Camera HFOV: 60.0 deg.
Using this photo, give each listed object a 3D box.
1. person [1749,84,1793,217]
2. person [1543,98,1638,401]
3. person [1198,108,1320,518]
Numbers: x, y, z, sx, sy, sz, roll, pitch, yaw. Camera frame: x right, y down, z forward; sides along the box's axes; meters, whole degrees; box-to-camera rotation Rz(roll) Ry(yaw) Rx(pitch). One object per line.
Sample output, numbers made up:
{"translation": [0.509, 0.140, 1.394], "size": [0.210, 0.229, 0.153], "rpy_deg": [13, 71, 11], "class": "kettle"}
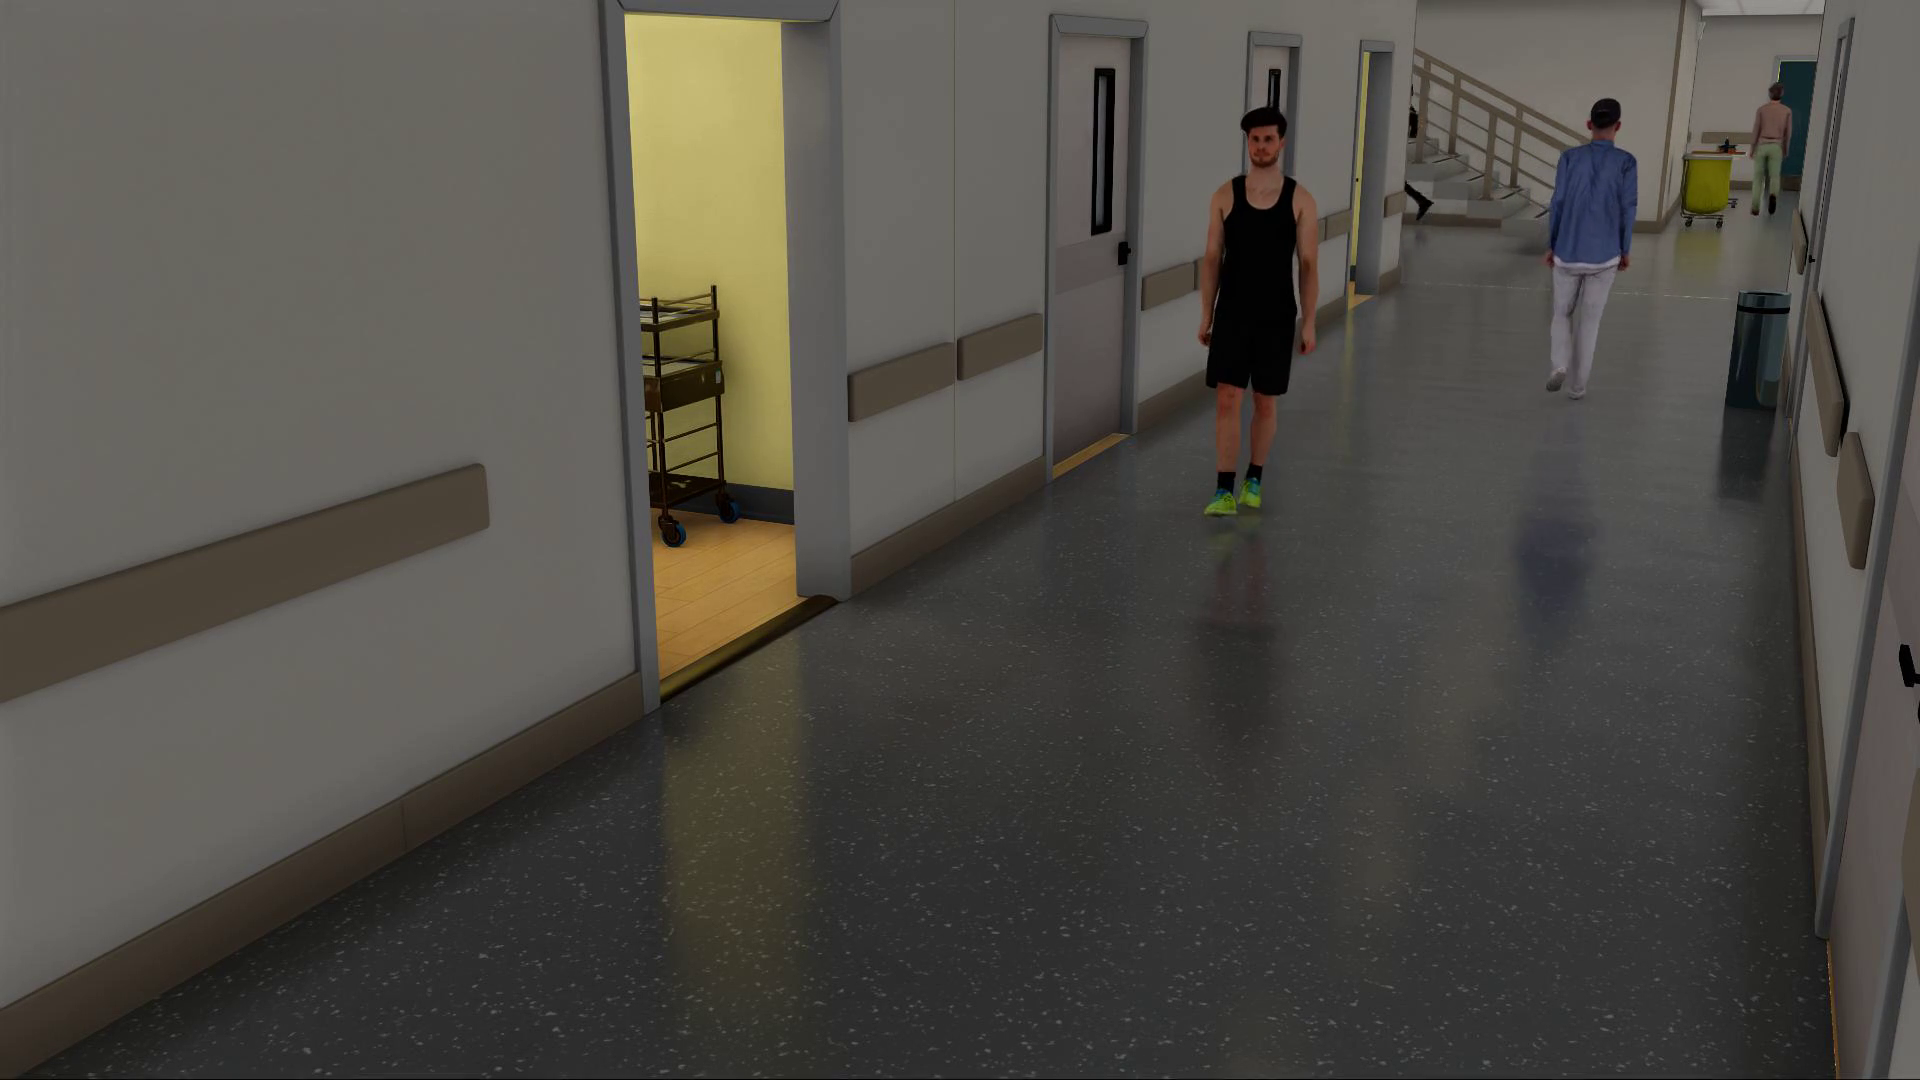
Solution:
{"translation": [11.605, -5.559, 23.825], "size": [0.959, 1.854, 0.773], "rpy_deg": [6, 17, 20], "class": "person"}
{"translation": [3.928, -1.799, 10.445], "size": [0.604, 1.878, 0.717], "rpy_deg": [7, 17, 22], "class": "person"}
{"translation": [1.403, -1.055, 7.821], "size": [0.942, 1.869, 0.879], "rpy_deg": [4, 16, 14], "class": "person"}
